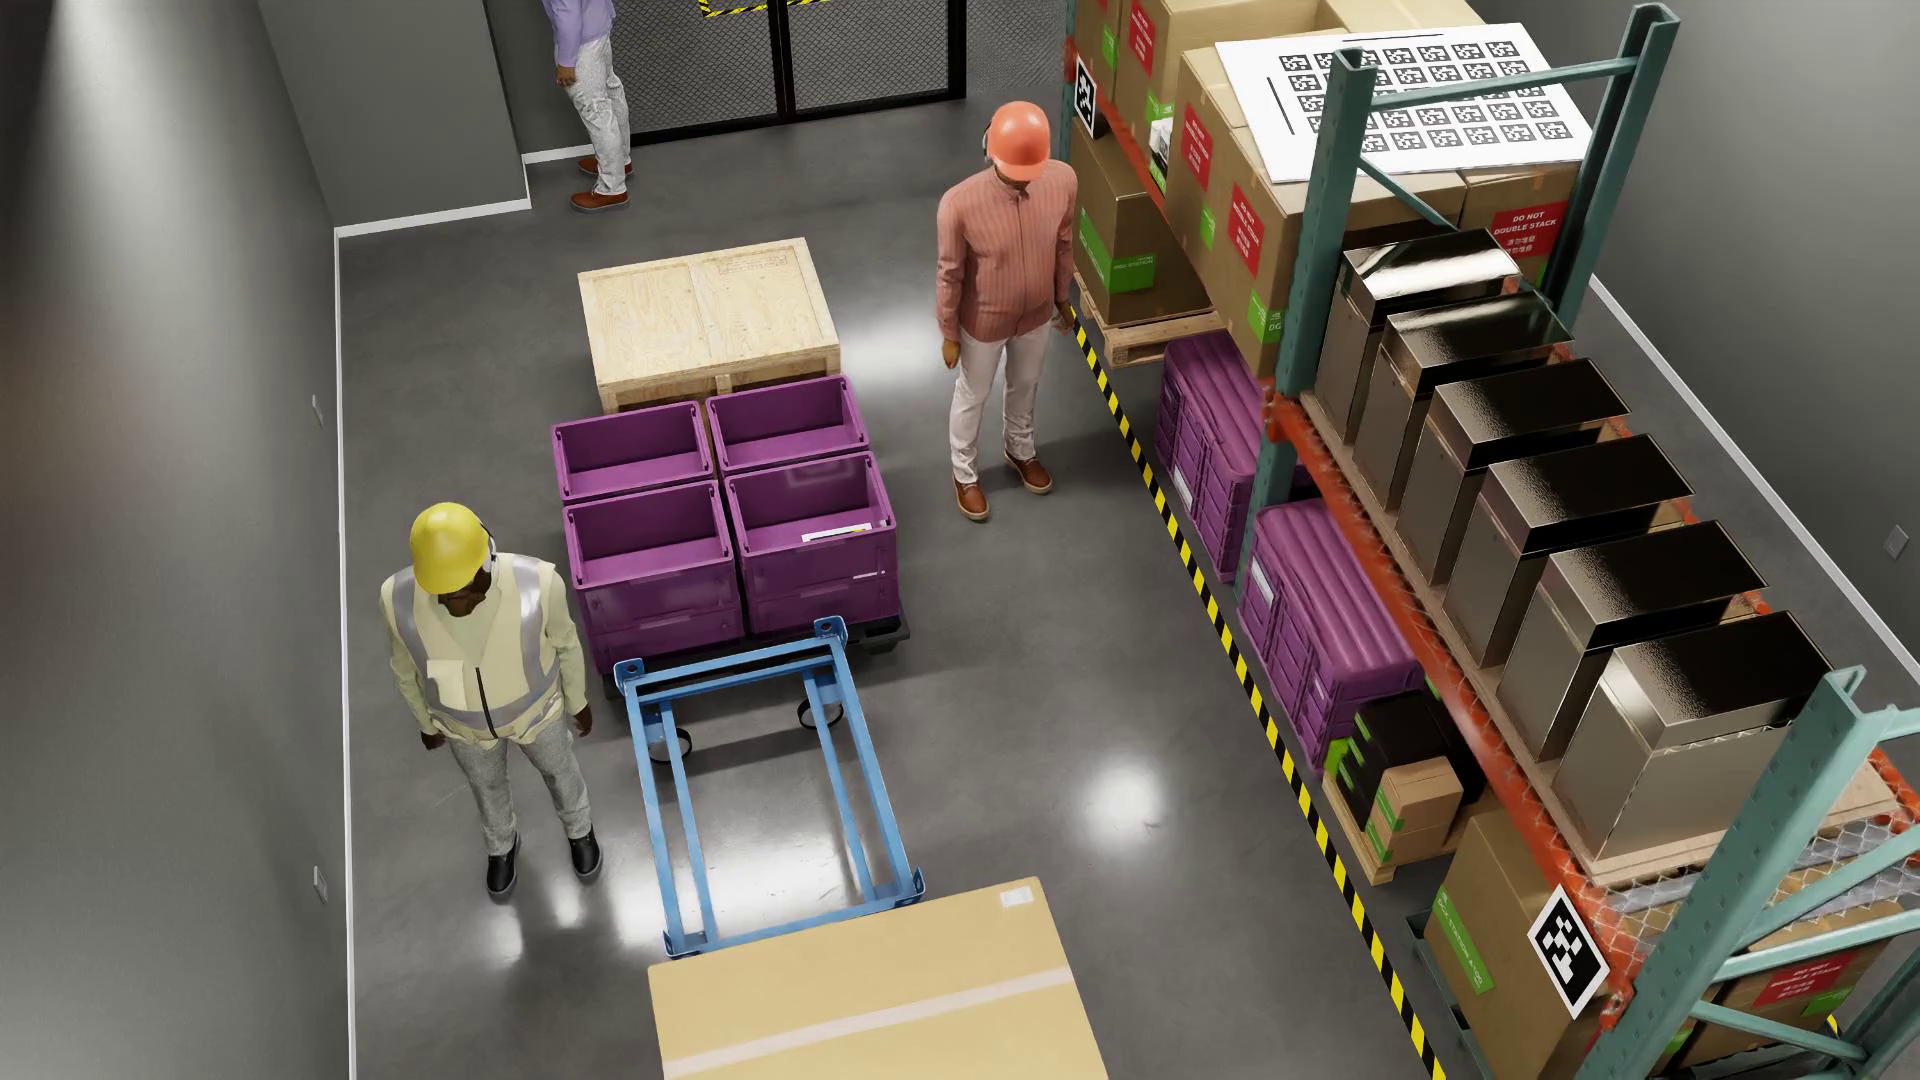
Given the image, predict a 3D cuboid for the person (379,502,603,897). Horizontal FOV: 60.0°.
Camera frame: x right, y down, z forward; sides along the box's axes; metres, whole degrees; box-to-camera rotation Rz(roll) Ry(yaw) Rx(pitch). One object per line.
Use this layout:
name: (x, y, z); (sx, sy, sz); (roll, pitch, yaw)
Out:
person: (-1.508, 0.544, 5.457); (0.586, 1.835, 0.403); (-8, 48, -8)

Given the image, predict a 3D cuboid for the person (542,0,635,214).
person: (-1.884, -2.514, 8.200); (0.372, 1.934, 0.630); (1, 47, 1)

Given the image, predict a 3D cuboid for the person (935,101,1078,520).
person: (0.200, -0.904, 6.686); (0.617, 1.983, 0.403); (-21, 51, -18)
